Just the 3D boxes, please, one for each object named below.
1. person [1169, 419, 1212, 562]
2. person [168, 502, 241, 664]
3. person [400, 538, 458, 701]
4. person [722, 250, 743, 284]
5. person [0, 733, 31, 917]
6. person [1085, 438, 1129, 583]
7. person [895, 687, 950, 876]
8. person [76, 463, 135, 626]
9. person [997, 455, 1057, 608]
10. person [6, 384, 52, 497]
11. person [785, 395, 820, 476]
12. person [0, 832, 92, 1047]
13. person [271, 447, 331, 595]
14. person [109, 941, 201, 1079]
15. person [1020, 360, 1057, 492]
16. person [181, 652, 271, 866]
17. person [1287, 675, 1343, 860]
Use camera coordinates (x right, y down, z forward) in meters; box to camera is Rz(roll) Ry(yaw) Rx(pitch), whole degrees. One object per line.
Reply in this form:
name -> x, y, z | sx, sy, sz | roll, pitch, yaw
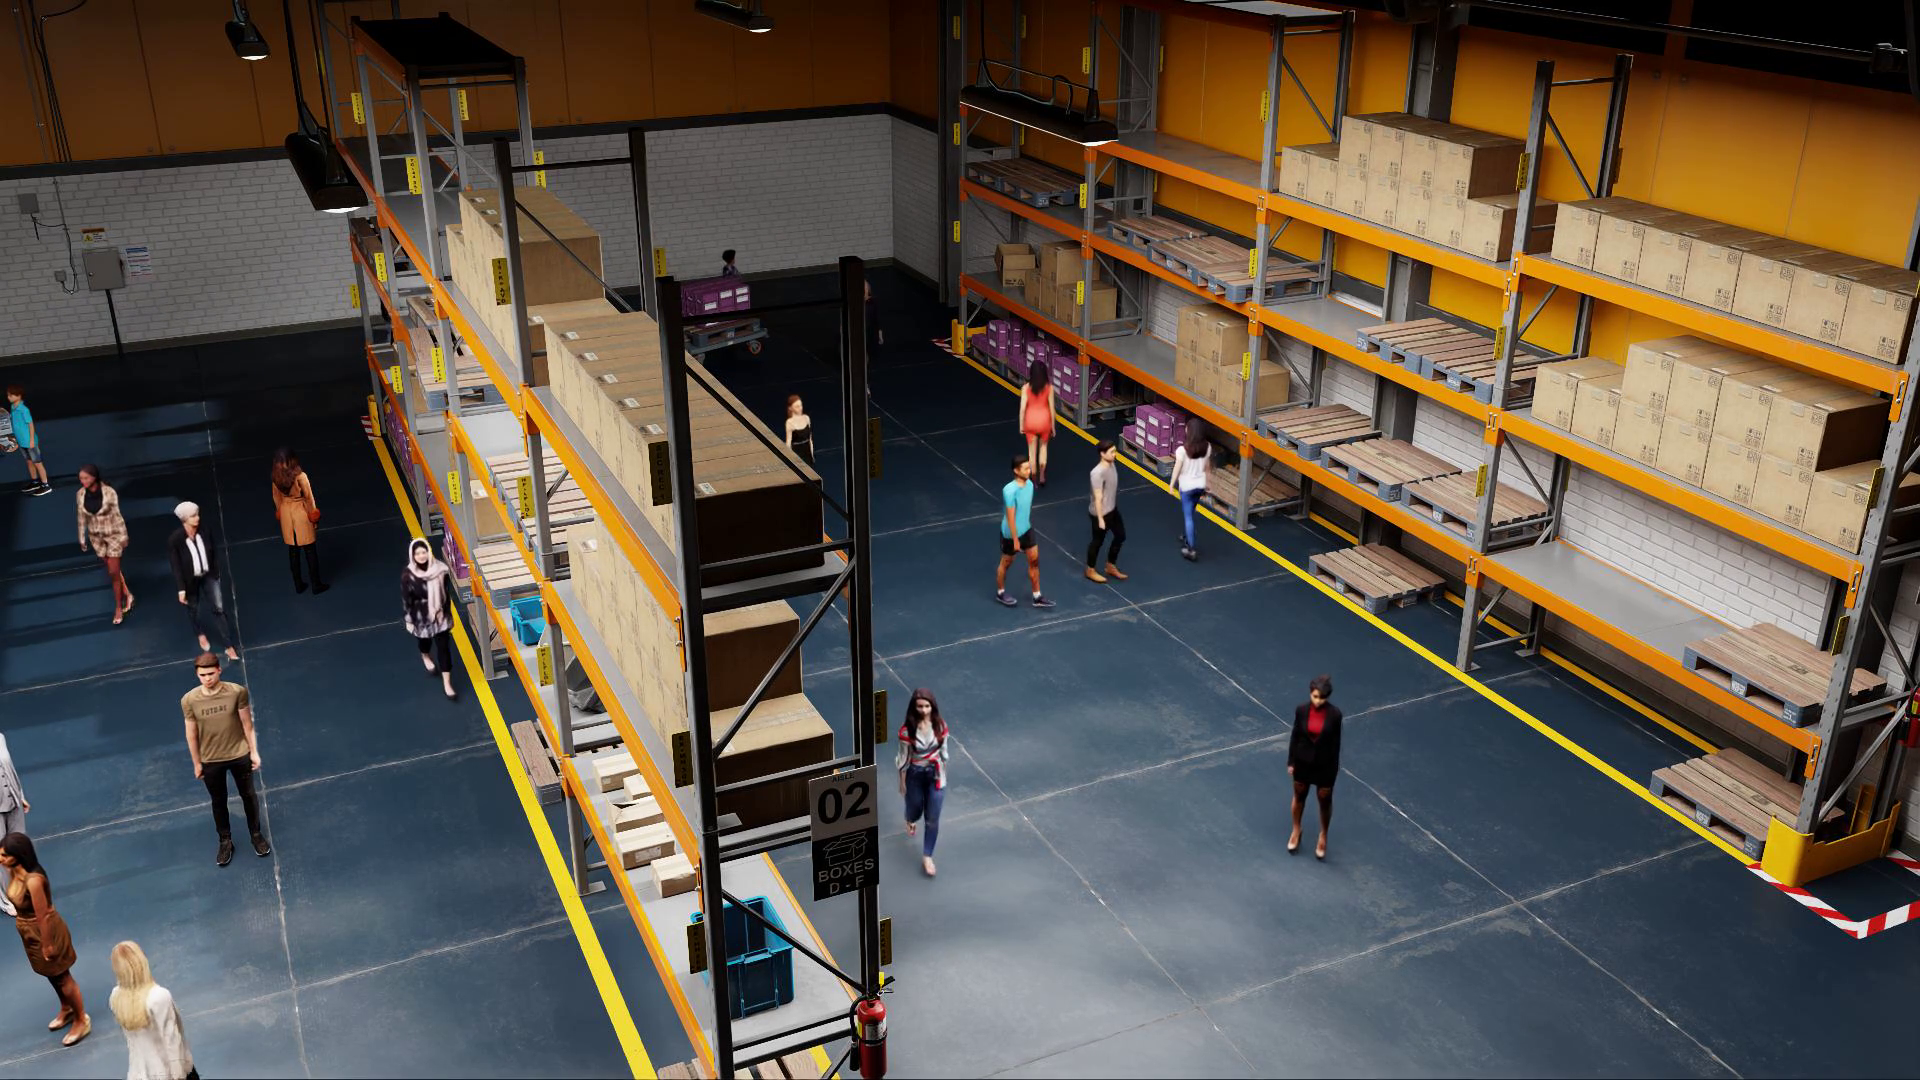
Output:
person -> 2.710, -0.541, 19.056 | 0.624, 1.668, 0.749 | -11, 26, -24
person -> -7.737, 0.396, 16.944 | 0.943, 1.735, 1.212 | -17, 29, -34
person -> -5.221, 0.706, 16.292 | 0.689, 1.596, 1.106 | -13, 27, -28
person -> -3.901, -4.264, 28.134 | 0.724, 1.220, 0.811 | -21, 31, -40
person -> -7.501, 2.075, 12.940 | 0.733, 1.774, 0.668 | 8, 25, 17
person -> 1.538, -0.346, 18.562 | 0.836, 1.707, 0.777 | 15, 28, 30
person -> -0.305, 1.900, 13.561 | 0.718, 1.597, 0.940 | -5, 24, -12
person -> -9.052, -0.019, 17.735 | 0.784, 1.770, 0.891 | 1, 24, 2
person -> 0.526, -0.098, 17.940 | 1.022, 1.750, 0.848 | 20, 31, 39
person -> -11.804, -1.293, 21.051 | 0.564, 1.448, 0.659 | 15, 28, 31
person -> -1.997, -1.001, 20.185 | 0.895, 1.607, 0.767 | 18, 30, 36
person -> -6.352, 2.740, 11.528 | 0.584, 1.686, 0.694 | 18, 29, 35
person -> -7.270, -0.221, 18.260 | 0.774, 1.720, 0.792 | 4, 24, 9
person -> -4.842, 3.321, 10.055 | 1.016, 1.802, 1.133 | 8, 25, 17
person -> 0.986, -1.424, 21.020 | 0.702, 1.713, 0.699 | -1, 24, -3
person -> -6.001, 1.750, 13.585 | 0.648, 1.852, 0.538 | -11, 26, -23
person -> 2.903, 1.850, 13.626 | 0.693, 1.636, 0.754 | 9, 25, 19
